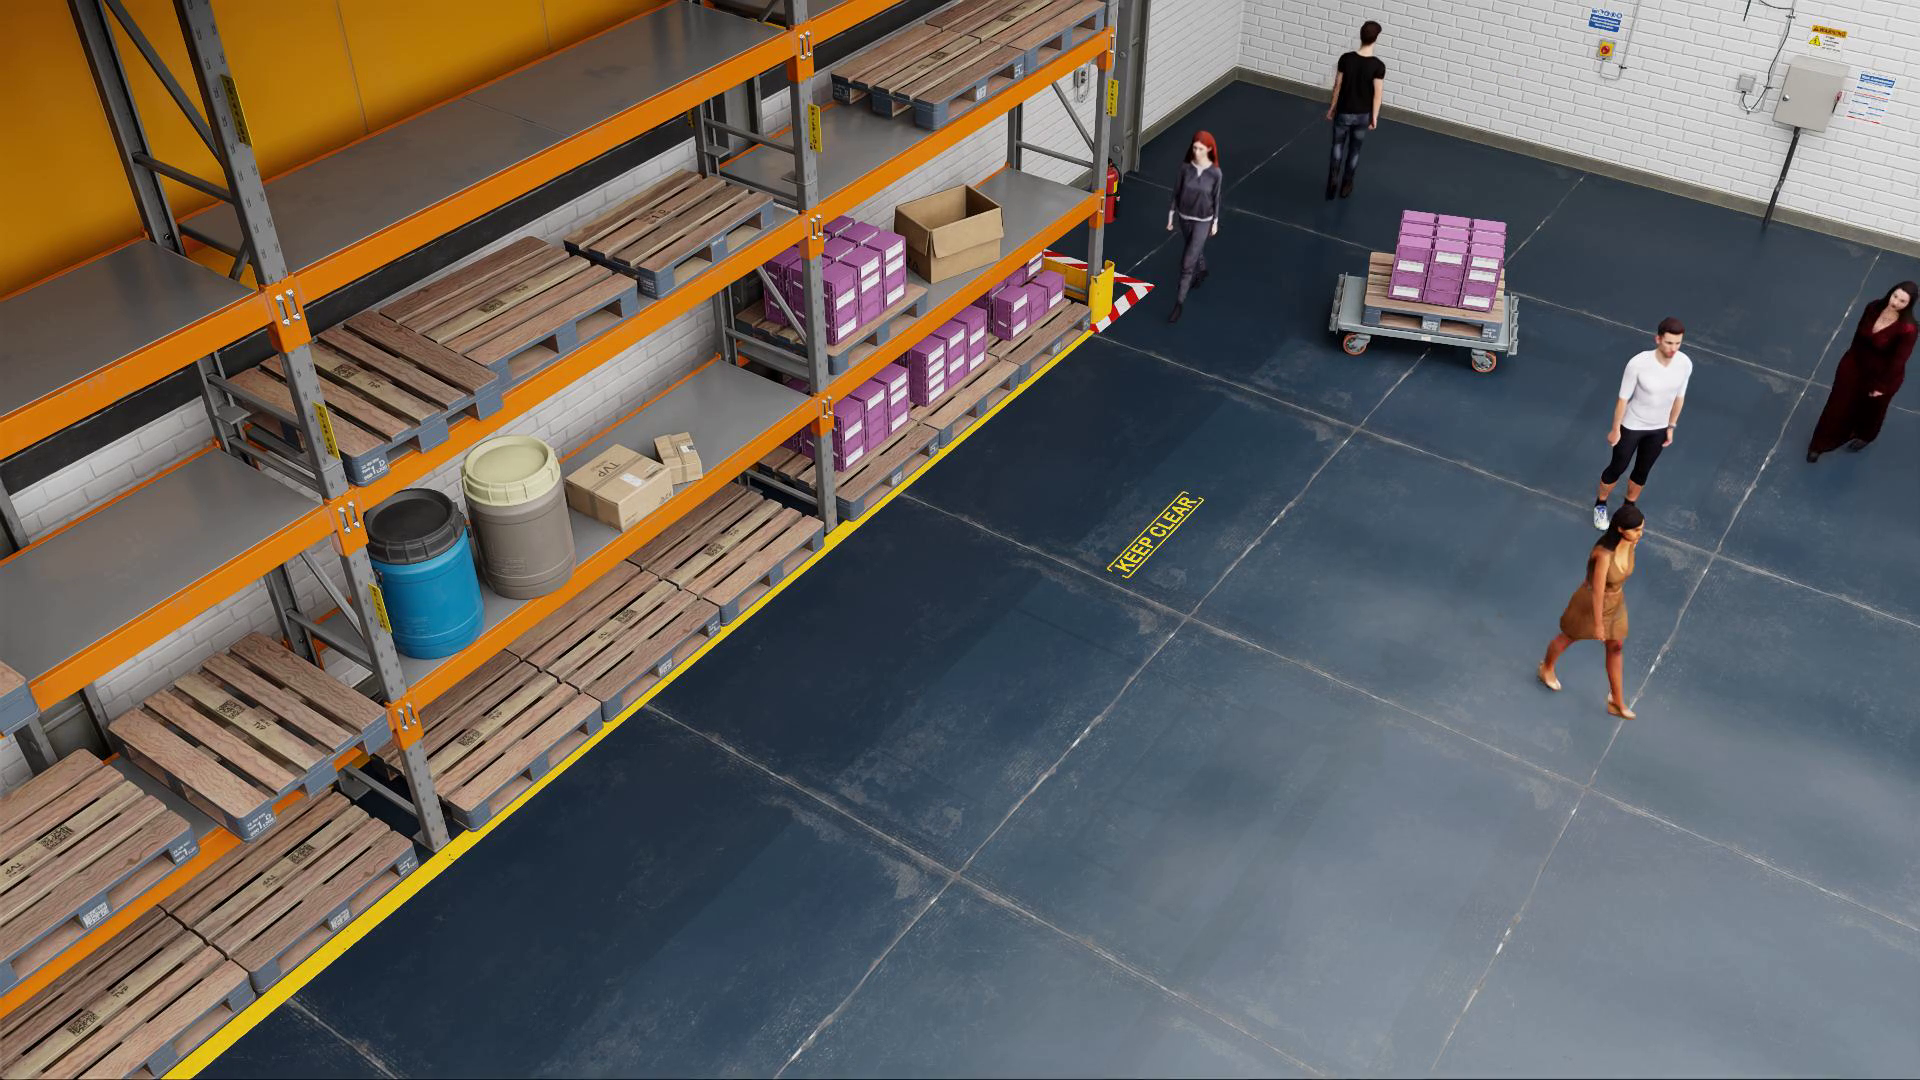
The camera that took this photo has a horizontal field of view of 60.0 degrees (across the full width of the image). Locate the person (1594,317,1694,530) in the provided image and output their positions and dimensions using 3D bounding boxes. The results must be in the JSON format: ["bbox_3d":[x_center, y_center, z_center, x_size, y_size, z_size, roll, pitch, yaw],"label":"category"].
[{"bbox_3d":[5.234,-0.899,12.733,0.741,1.848,0.774,-2,39,-2],"label":"person"}]

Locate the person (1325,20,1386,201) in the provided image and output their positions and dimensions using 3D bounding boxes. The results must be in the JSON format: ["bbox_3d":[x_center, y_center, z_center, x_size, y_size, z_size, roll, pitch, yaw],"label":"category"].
[{"bbox_3d":[4.000,-4.333,17.001,0.822,1.888,1.004,14,41,17],"label":"person"}]

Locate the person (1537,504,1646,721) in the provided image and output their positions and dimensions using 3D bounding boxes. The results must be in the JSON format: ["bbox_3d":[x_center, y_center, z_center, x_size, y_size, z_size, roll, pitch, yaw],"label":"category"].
[{"bbox_3d":[4.221,0.421,11.235,0.979,1.656,0.854,-22,43,-25],"label":"person"}]

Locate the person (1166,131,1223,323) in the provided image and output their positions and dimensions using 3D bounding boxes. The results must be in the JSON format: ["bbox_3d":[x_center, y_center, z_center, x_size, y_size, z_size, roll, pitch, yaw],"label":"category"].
[{"bbox_3d":[2.205,-2.968,15.414,0.661,1.737,1.183,20,43,24],"label":"person"}]

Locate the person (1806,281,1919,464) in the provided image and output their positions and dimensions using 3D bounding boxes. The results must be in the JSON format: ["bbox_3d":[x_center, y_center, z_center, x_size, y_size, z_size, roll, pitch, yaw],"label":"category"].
[{"bbox_3d":[7.410,-1.379,13.452,1.133,1.702,0.938,-15,41,-18],"label":"person"}]
